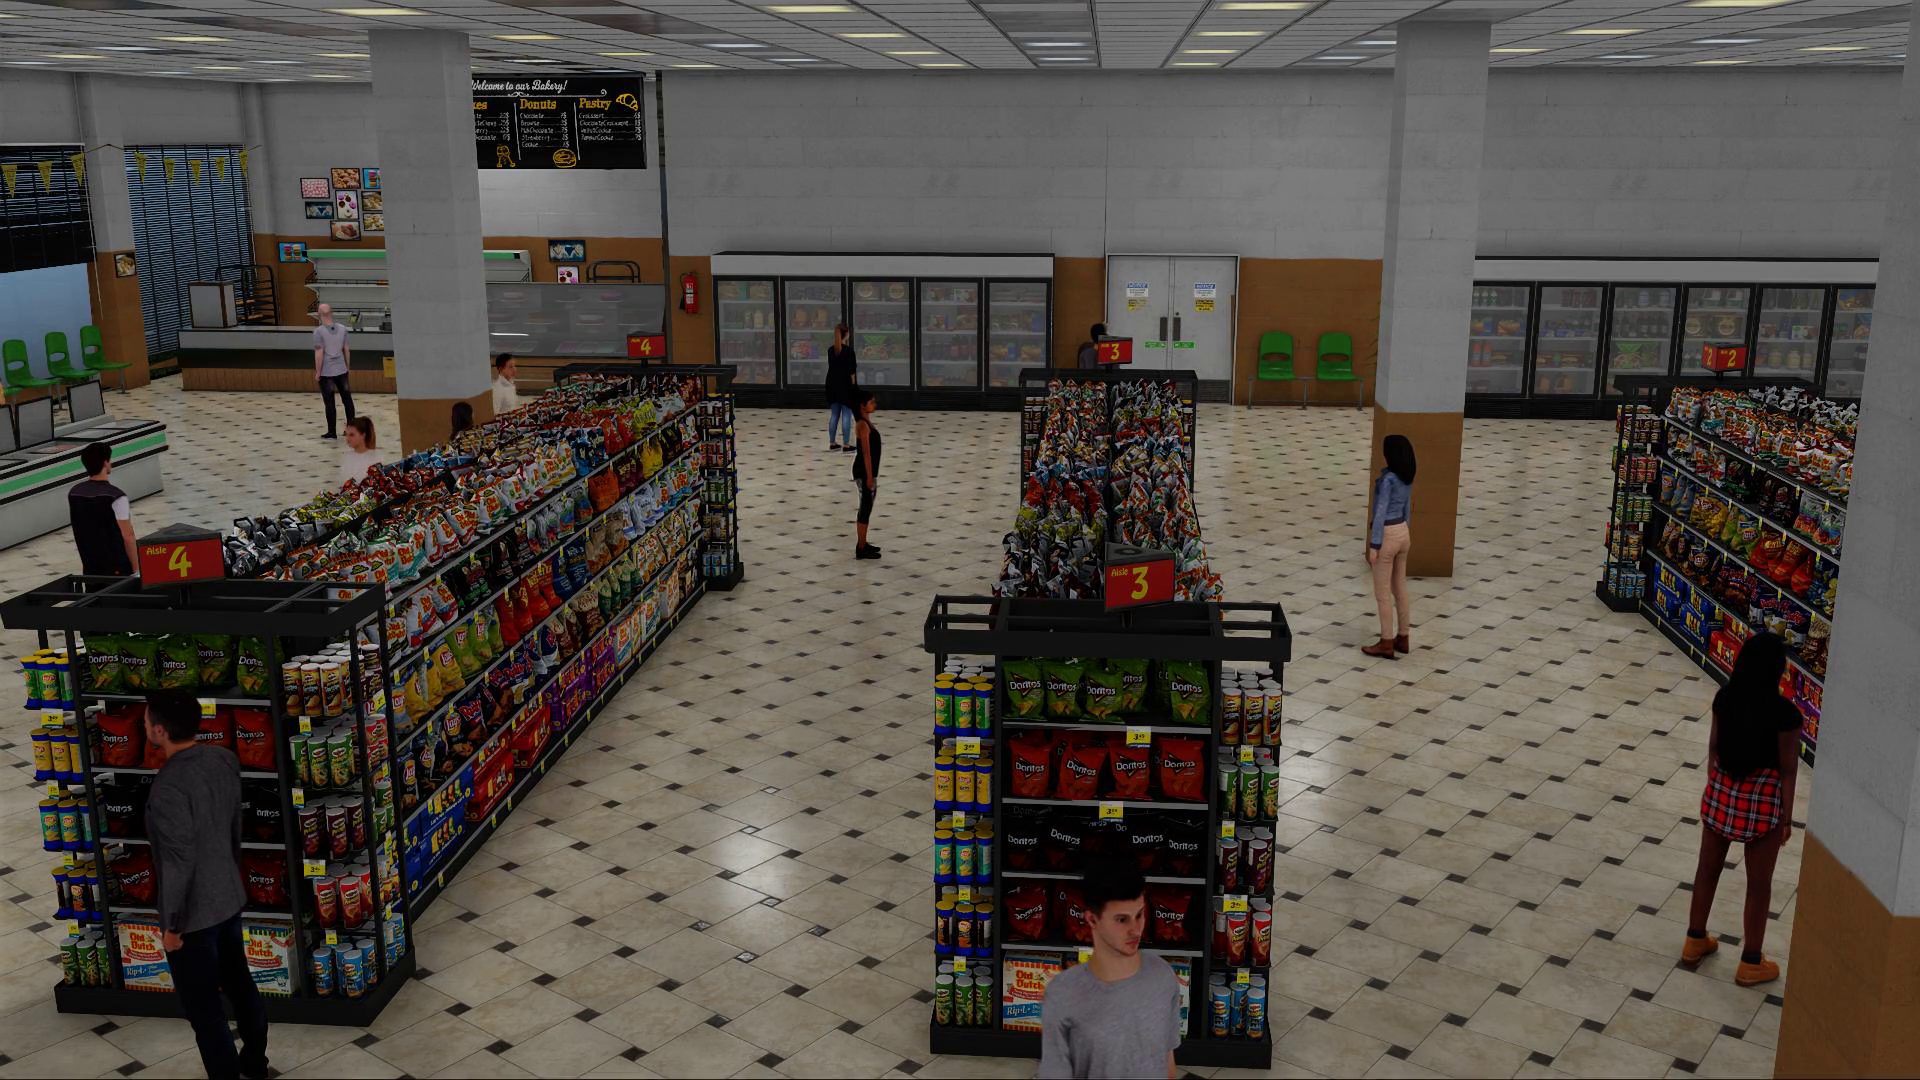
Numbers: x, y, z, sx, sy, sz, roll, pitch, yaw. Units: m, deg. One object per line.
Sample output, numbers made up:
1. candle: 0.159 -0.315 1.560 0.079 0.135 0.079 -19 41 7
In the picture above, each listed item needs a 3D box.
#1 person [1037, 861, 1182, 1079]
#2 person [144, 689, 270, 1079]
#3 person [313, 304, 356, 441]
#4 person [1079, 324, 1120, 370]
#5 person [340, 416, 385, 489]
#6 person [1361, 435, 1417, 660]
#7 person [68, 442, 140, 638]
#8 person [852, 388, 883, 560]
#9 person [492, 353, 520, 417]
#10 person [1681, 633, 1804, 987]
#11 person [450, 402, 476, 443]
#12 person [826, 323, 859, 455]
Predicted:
1. person: 0.470 1.896 5.224 0.755 1.887 0.773 -8 16 -31
2. person: -3.135 1.503 6.878 0.734 1.871 0.490 1 14 5
3. person: -8.524 -2.294 22.603 0.825 1.837 0.726 11 18 39
4. person: 1.678 -1.674 20.022 0.728 1.851 0.650 6 15 22
5. person: -5.041 -0.214 14.308 0.713 1.706 0.777 6 15 22
6. person: 3.406 0.042 13.120 0.698 1.769 0.765 -12 18 -41
7. person: -6.334 0.192 12.333 0.651 1.847 0.594 3 14 11
8. person: -0.920 -0.662 16.247 0.679 1.662 0.491 -1 14 -4
9. person: -4.964 -1.095 17.778 0.773 1.783 0.892 1 14 5
10. person: 3.809 1.291 8.068 0.771 1.723 0.700 -9 16 -33
11. person: -4.719 -0.486 15.668 0.790 1.593 0.722 -8 16 -29
12. person: -1.544 -1.970 21.603 0.724 1.681 0.736 10 17 35
